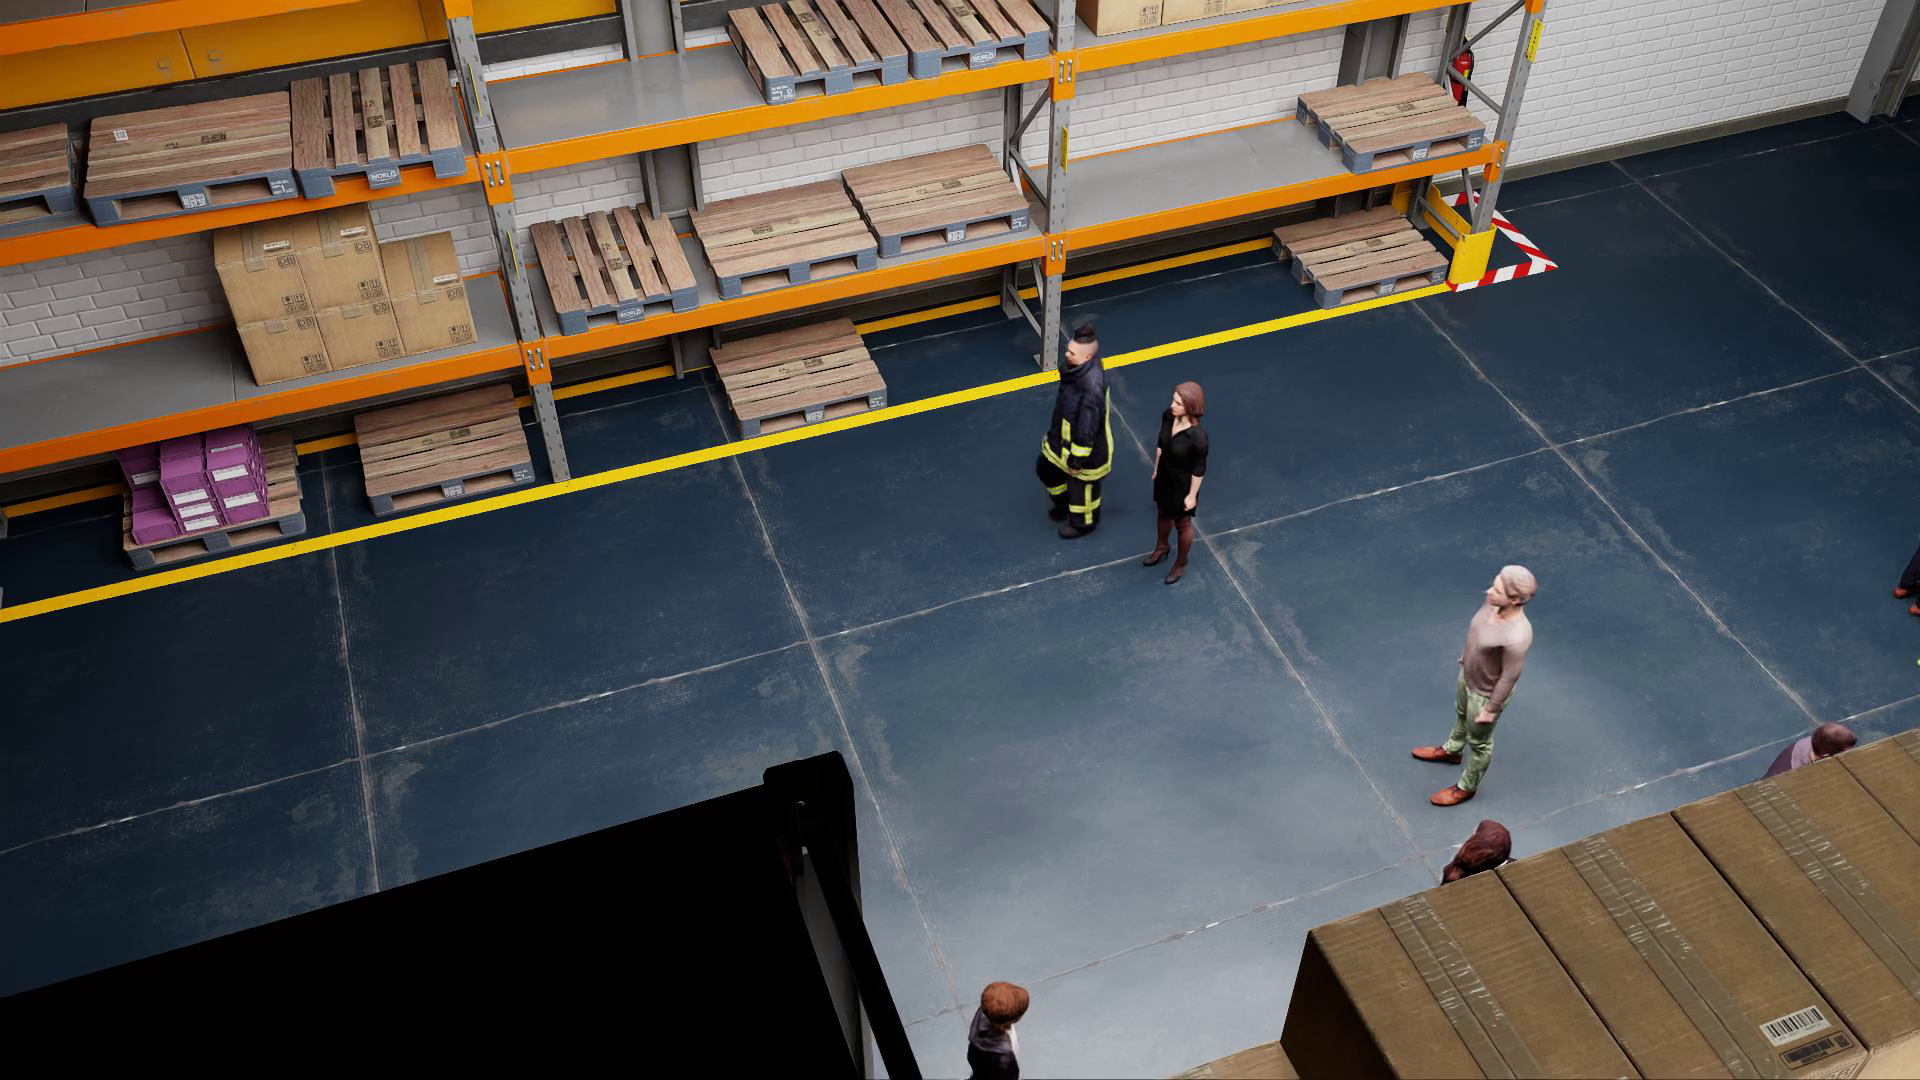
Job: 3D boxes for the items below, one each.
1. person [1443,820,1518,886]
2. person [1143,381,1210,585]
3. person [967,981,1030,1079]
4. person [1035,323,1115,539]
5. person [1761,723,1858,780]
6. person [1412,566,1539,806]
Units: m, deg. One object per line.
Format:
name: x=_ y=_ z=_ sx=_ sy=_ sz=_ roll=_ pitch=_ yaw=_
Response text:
person: x=2.616 y=2.052 z=8.698 sx=0.412 sy=1.796 sz=0.641 roll=-15 pitch=46 yaw=-15
person: x=1.489 y=-0.400 z=11.336 sx=0.572 sy=1.706 sz=0.631 roll=-24 pitch=48 yaw=-23
person: x=0.119 y=2.664 z=8.327 sx=0.899 sy=1.420 sz=0.608 roll=-10 pitch=45 yaw=-10
person: x=0.921 y=-0.757 z=11.606 sx=0.759 sy=1.852 sz=0.802 roll=-9 pitch=44 yaw=-9
person: x=4.369 y=1.563 z=9.204 sx=1.116 sy=1.805 sz=1.043 roll=15 pitch=46 yaw=15
person: x=3.129 y=0.844 z=9.908 sx=0.702 sy=1.876 sz=0.741 roll=-2 pitch=44 yaw=-3
